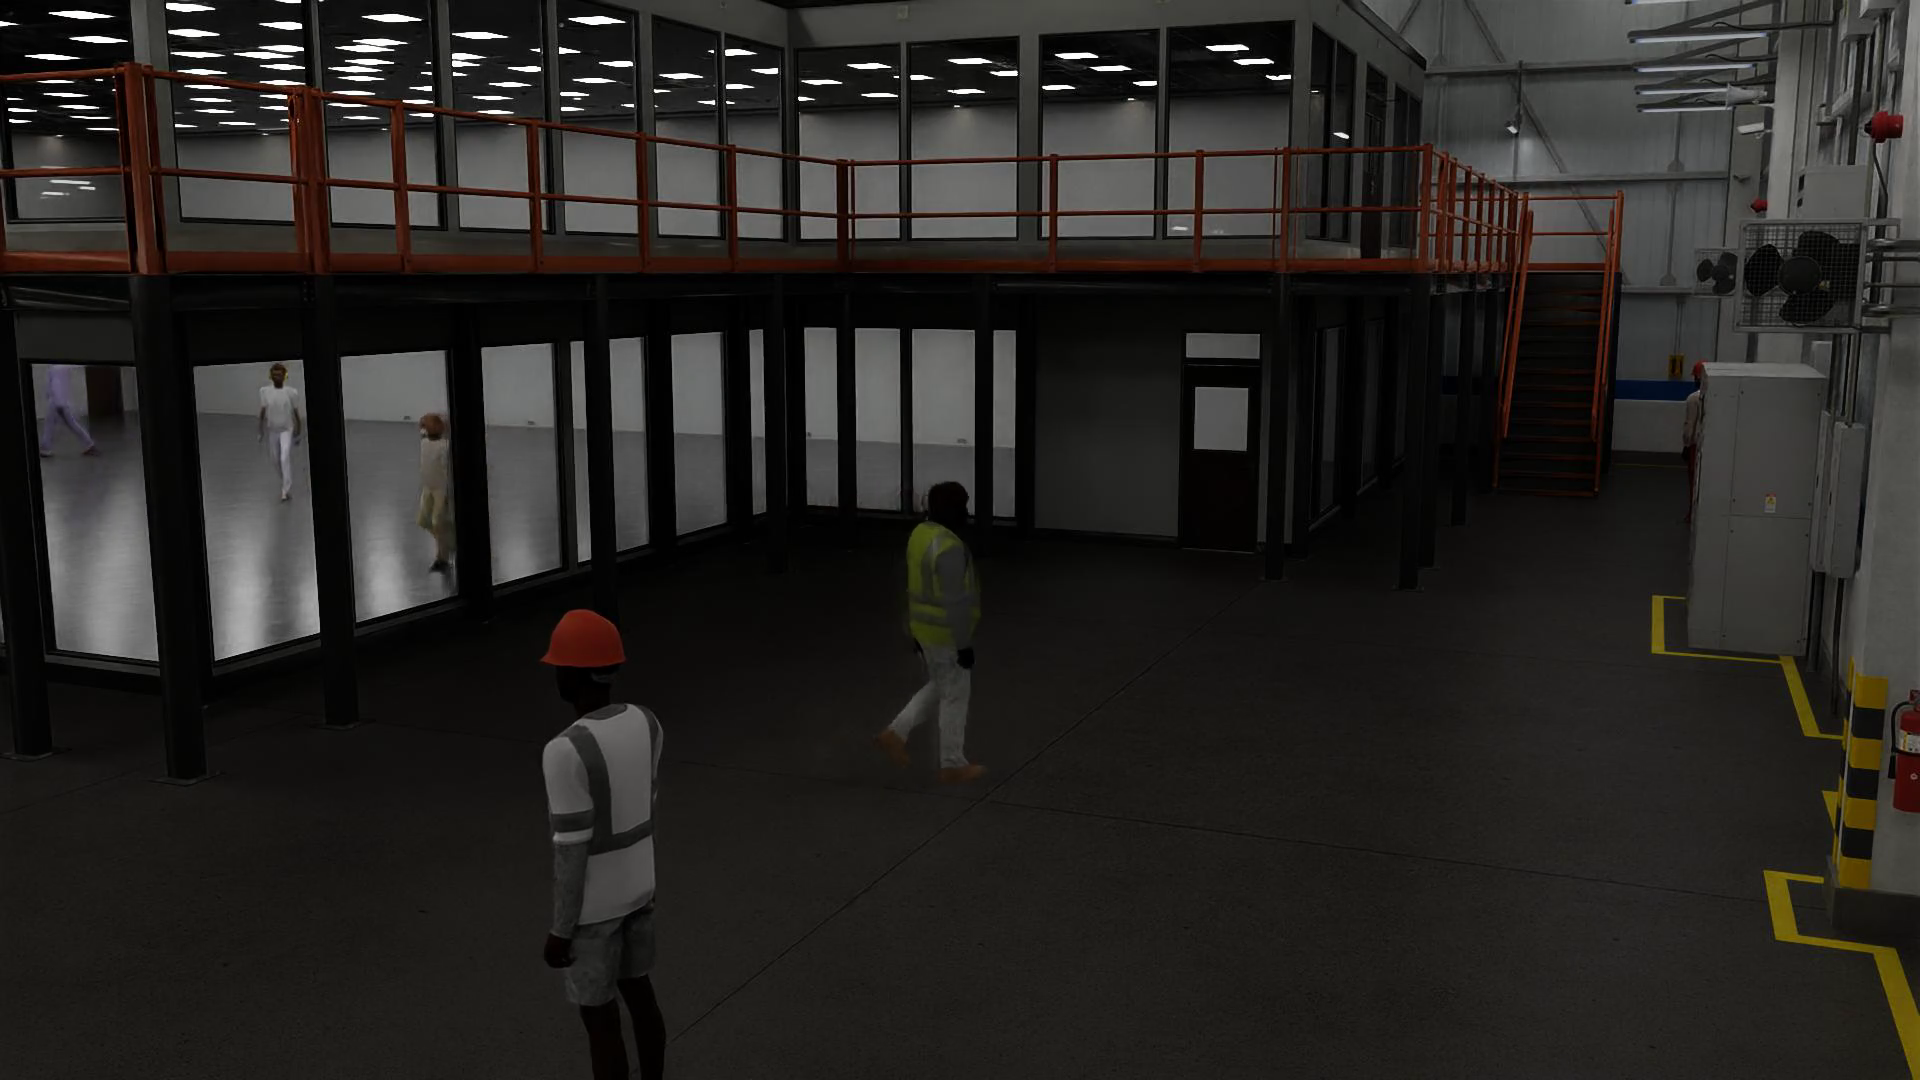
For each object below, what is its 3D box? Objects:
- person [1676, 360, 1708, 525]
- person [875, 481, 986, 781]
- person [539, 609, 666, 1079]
[{"bbox_3d":[8.917,-1.162,20.006,0.611,1.985,0.415,-5,10,-26],"label":"person"},{"bbox_3d":[-0.145,0.556,9.897,0.549,1.824,0.632,-3,10,-19],"label":"person"},{"bbox_3d":[-1.226,1.191,5.625,0.379,1.938,0.547,4,10,23],"label":"person"}]
